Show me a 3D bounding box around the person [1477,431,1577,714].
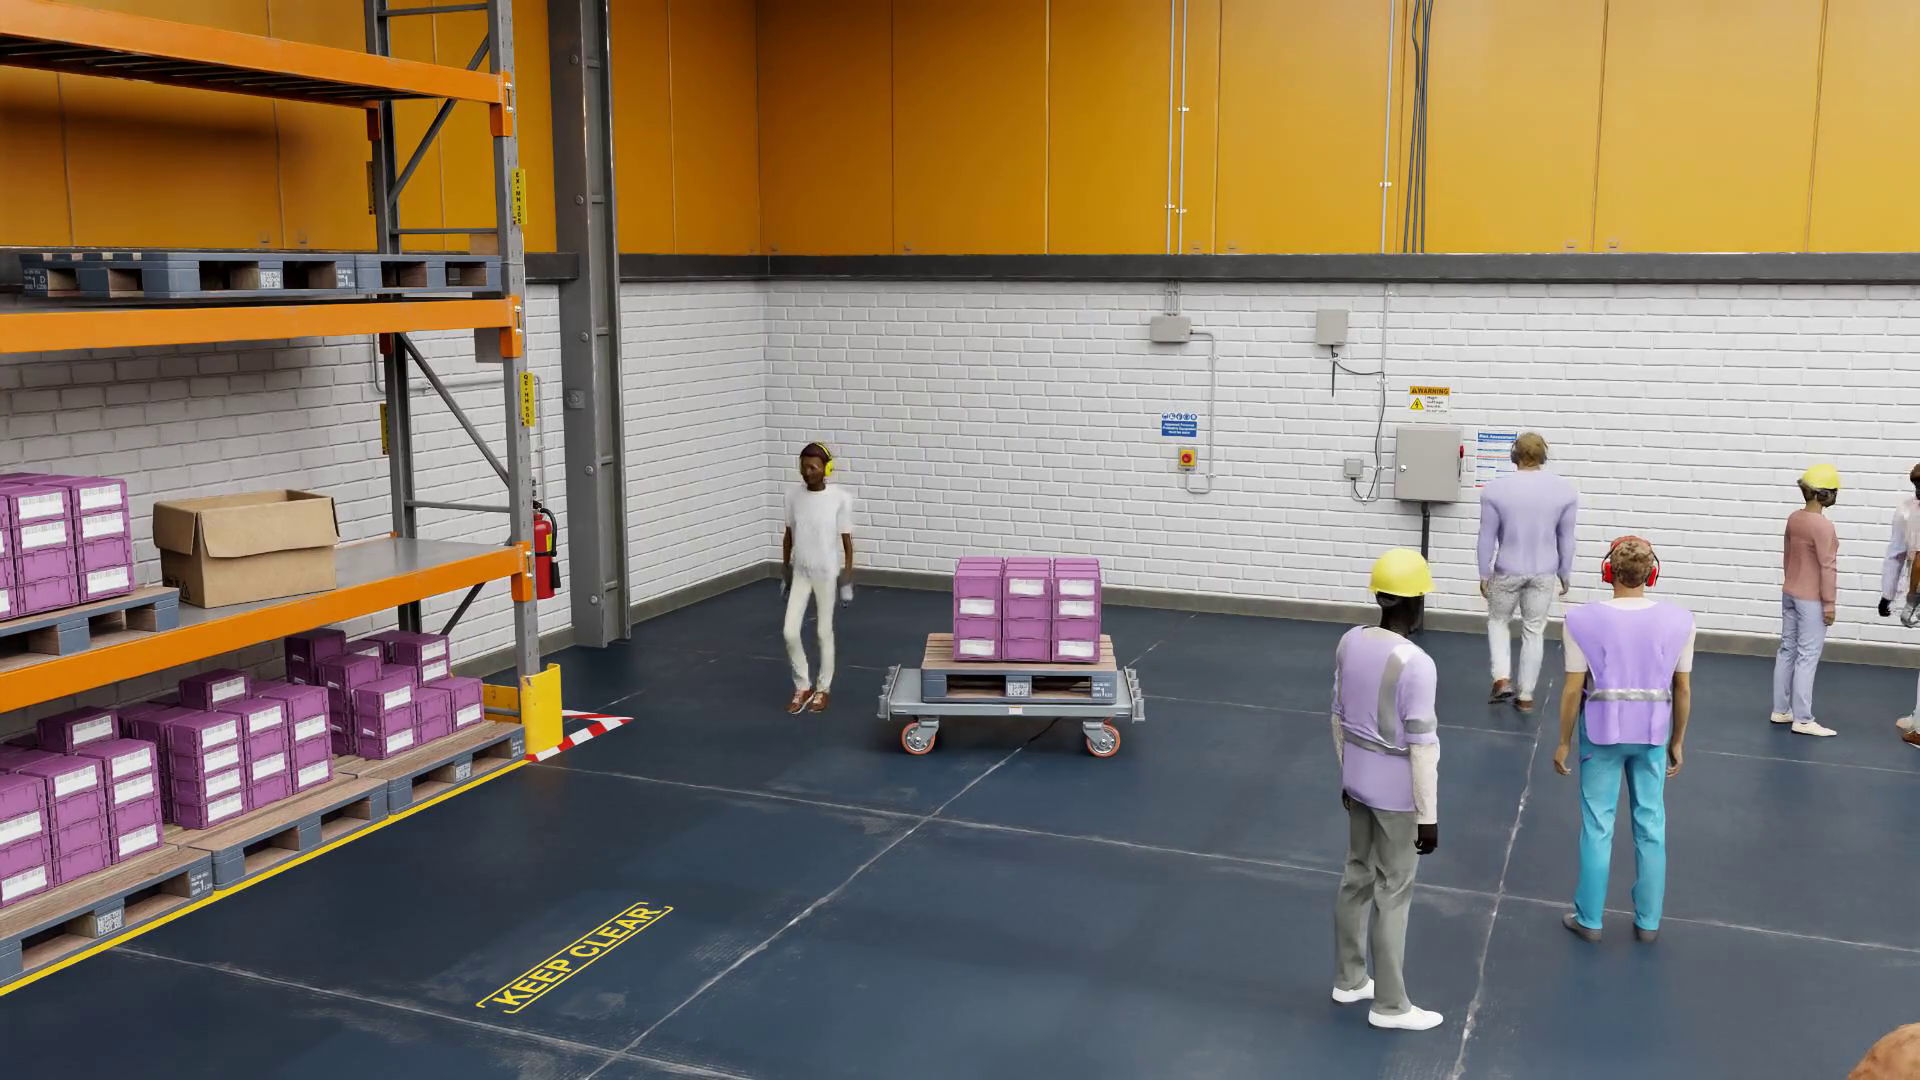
[{"bbox_3d":[3.831,0.222,11.289,0.640,1.925,0.431,2,10,12],"label":"person"}]

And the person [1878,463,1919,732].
[{"bbox_3d":[6.374,0.367,10.866,0.887,1.779,0.639,-5,11,-28],"label":"person"}]

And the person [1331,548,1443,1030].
[{"bbox_3d":[1.721,0.986,6.647,0.370,1.926,0.594,-4,10,-20],"label":"person"}]

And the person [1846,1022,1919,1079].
[{"bbox_3d":[1.770,1.704,3.189,0.276,1.631,0.507,-2,10,-15],"label":"person"}]

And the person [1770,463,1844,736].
[{"bbox_3d":[5.526,0.380,10.809,0.307,1.770,0.525,0,9,-2],"label":"person"}]

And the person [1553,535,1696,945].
[{"bbox_3d":[2.949,0.903,7.409,0.563,1.843,0.392,1,9,6],"label":"person"}]

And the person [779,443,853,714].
[{"bbox_3d":[-0.996,0.270,11.209,0.570,1.852,0.545,2,10,15],"label":"person"}]

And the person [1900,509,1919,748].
[{"bbox_3d":[6.191,0.397,10.418,0.519,1.865,0.328,3,10,15],"label":"person"}]
